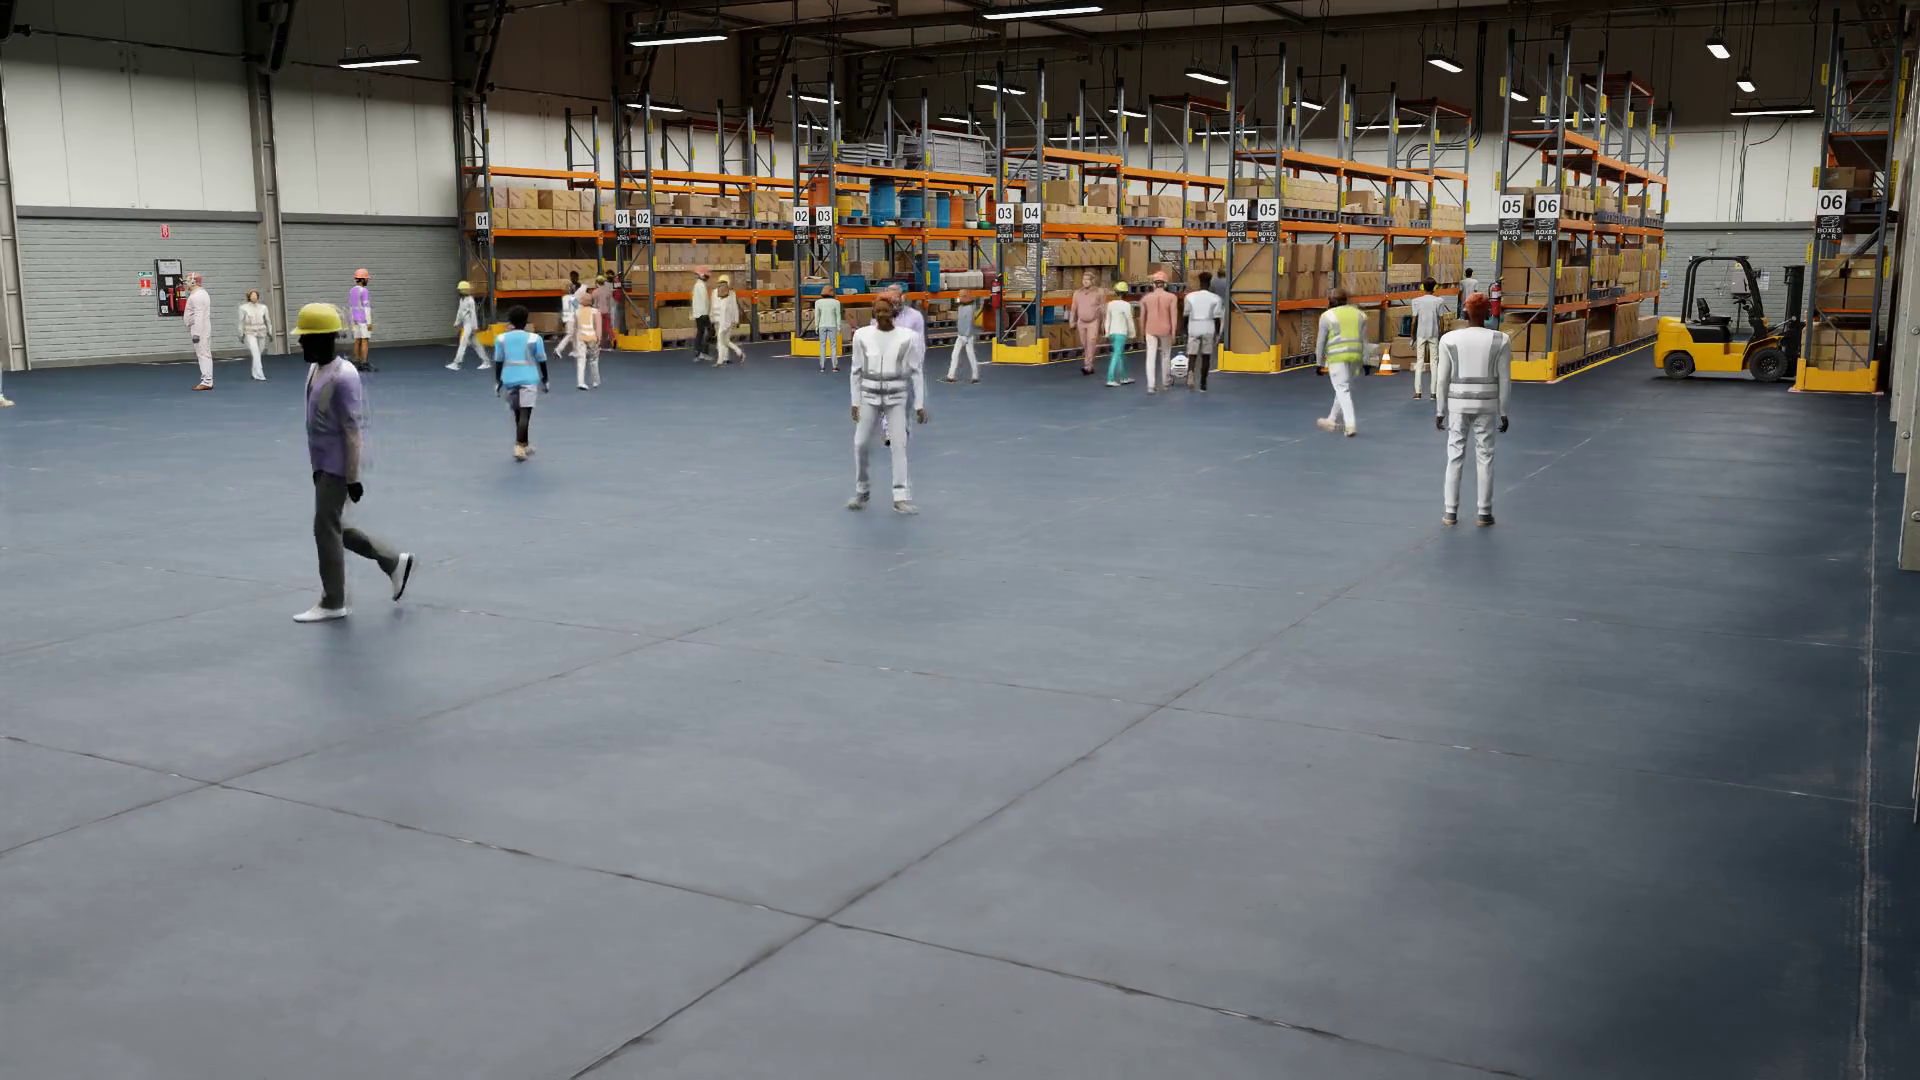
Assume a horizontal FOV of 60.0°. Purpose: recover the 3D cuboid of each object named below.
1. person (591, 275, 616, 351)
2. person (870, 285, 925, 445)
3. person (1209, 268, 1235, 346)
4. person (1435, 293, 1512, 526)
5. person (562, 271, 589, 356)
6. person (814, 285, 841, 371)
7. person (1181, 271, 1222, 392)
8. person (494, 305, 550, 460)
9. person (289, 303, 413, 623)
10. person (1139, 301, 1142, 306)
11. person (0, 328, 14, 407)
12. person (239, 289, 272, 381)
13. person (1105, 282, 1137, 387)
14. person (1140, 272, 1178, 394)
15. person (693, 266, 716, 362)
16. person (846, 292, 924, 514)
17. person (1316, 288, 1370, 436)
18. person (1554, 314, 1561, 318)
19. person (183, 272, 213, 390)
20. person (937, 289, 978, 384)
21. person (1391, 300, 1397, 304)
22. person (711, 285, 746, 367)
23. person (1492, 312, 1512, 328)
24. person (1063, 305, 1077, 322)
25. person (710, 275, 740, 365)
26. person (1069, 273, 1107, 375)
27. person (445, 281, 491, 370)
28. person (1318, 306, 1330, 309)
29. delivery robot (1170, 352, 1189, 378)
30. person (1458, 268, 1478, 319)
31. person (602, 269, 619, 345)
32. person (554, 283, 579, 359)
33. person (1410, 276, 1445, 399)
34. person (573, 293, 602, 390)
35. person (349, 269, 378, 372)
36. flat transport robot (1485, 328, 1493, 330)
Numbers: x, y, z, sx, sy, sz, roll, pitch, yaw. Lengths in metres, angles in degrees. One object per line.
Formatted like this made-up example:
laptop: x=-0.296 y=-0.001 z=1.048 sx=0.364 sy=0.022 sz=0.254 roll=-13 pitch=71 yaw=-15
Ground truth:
person: x=-8.172 y=-5.189 z=38.099 sx=0.563 sy=1.735 sz=0.547 roll=-9 pitch=13 yaw=-44
person: x=-0.725 y=-2.049 z=19.443 sx=0.636 sy=1.855 sz=1.046 roll=0 pitch=10 yaw=-2
person: x=6.343 y=-5.662 z=40.430 sx=0.630 sy=1.904 sz=0.974 roll=5 pitch=11 yaw=29
person: x=4.149 y=-1.050 z=13.456 sx=0.595 sy=1.880 sz=0.364 roll=4 pitch=10 yaw=20
person: x=-8.437 y=-4.996 z=36.663 sx=0.580 sy=1.867 sz=1.012 roll=2 pitch=10 yaw=12
person: x=-2.498 y=-4.002 z=31.462 sx=0.503 sy=1.631 sz=0.283 roll=1 pitch=10 yaw=7
person: x=3.842 y=-3.305 z=26.494 sx=0.646 sy=1.939 sz=0.661 roll=2 pitch=10 yaw=14
person: x=-4.722 y=-1.693 z=17.872 sx=0.551 sy=1.658 sz=0.863 roll=1 pitch=10 yaw=6
person: x=-3.692 y=-0.471 z=9.994 sx=0.664 sy=1.907 sz=0.604 roll=-6 pitch=12 yaw=-33
person: x=5.669 y=-7.556 z=51.376 sx=0.371 sy=1.941 sz=0.627 roll=6 pitch=11 yaw=31
person: x=-14.069 y=-2.805 z=23.900 sx=0.638 sy=1.821 sz=0.636 roll=7 pitch=12 yaw=34
person: x=-12.396 y=-3.611 z=29.265 sx=0.525 sy=1.600 sz=0.837 roll=-9 pitch=13 yaw=-43
person: x=2.763 y=-3.446 z=27.869 sx=0.802 sy=1.733 sz=0.546 roll=-6 pitch=11 yaw=-31
person: x=3.173 y=-3.302 z=26.500 sx=0.630 sy=1.923 sz=1.080 roll=3 pitch=10 yaw=18
person: x=-5.270 y=-4.653 z=34.278 sx=0.512 sy=1.971 sz=0.719 roll=-3 pitch=10 yaw=-20
person: x=-0.662 y=-1.169 z=14.168 sx=0.755 sy=1.875 sz=0.465 roll=2 pitch=10 yaw=10
person: x=4.669 y=-2.165 z=20.275 sx=0.661 sy=1.788 sz=0.986 roll=-4 pitch=10 yaw=-22
person: x=16.071 y=-6.596 z=45.459 sx=0.889 sy=2.000 sz=0.693 roll=8 pitch=13 yaw=40
person: x=-12.406 y=-3.390 z=27.078 sx=0.405 sy=1.911 sz=0.636 roll=-3 pitch=10 yaw=-16
person: x=-0.017 y=-3.429 z=28.158 sx=0.784 sy=1.598 sz=0.530 roll=-5 pitch=11 yaw=-25
person: x=12.740 y=-7.139 z=48.991 sx=0.787 sy=1.912 sz=0.662 roll=6 pitch=11 yaw=31
person: x=-4.573 y=-4.193 z=32.605 sx=0.607 sy=1.617 sz=0.509 roll=1 pitch=10 yaw=7
person: x=14.749 y=-6.407 z=45.006 sx=0.658 sy=1.816 sz=0.600 roll=8 pitch=13 yaw=39
person: x=2.789 y=-5.695 z=41.240 sx=0.535 sy=1.684 sz=0.374 roll=4 pitch=10 yaw=20
person: x=-4.718 y=-4.423 z=33.442 sx=0.687 sy=1.795 sz=0.479 roll=6 pitch=11 yaw=31
person: x=2.306 y=-3.946 z=30.442 sx=0.675 sy=1.858 sz=0.982 roll=5 pitch=11 yaw=26
person: x=-9.442 y=-4.104 z=31.888 sx=0.925 sy=1.696 sz=0.499 roll=-6 pitch=12 yaw=-33
person: x=9.984 y=-6.516 z=45.179 sx=0.614 sy=1.965 sz=1.109 roll=4 pitch=10 yaw=22
delivery robot: x=3.729 y=-2.941 z=28.128 sx=0.477 sy=0.478 sz=0.707 roll=1 pitch=10 yaw=8
person: x=13.660 y=-6.379 z=44.728 sx=0.509 sy=1.860 sz=0.333 roll=3 pitch=10 yaw=15
person: x=-8.575 y=-5.706 z=40.785 sx=0.563 sy=1.852 sz=0.527 roll=0 pitch=10 yaw=1
person: x=-8.323 y=-4.646 z=35.310 sx=0.769 sy=1.613 sz=0.525 roll=-9 pitch=14 yaw=-44
person: x=7.119 y=-3.073 z=25.325 sx=0.518 sy=1.874 sz=0.326 roll=3 pitch=10 yaw=19
person: x=-6.104 y=-3.252 z=27.243 sx=0.508 sy=1.576 sz=0.880 roll=0 pitch=10 yaw=3
person: x=-11.254 y=-4.136 z=31.358 sx=0.549 sy=1.936 sz=0.377 roll=8 pitch=13 yaw=39
flat transport robot: x=13.957 y=-5.729 z=45.554 sx=0.652 sy=0.197 sz=1.431 roll=-3 pitch=10 yaw=-18
